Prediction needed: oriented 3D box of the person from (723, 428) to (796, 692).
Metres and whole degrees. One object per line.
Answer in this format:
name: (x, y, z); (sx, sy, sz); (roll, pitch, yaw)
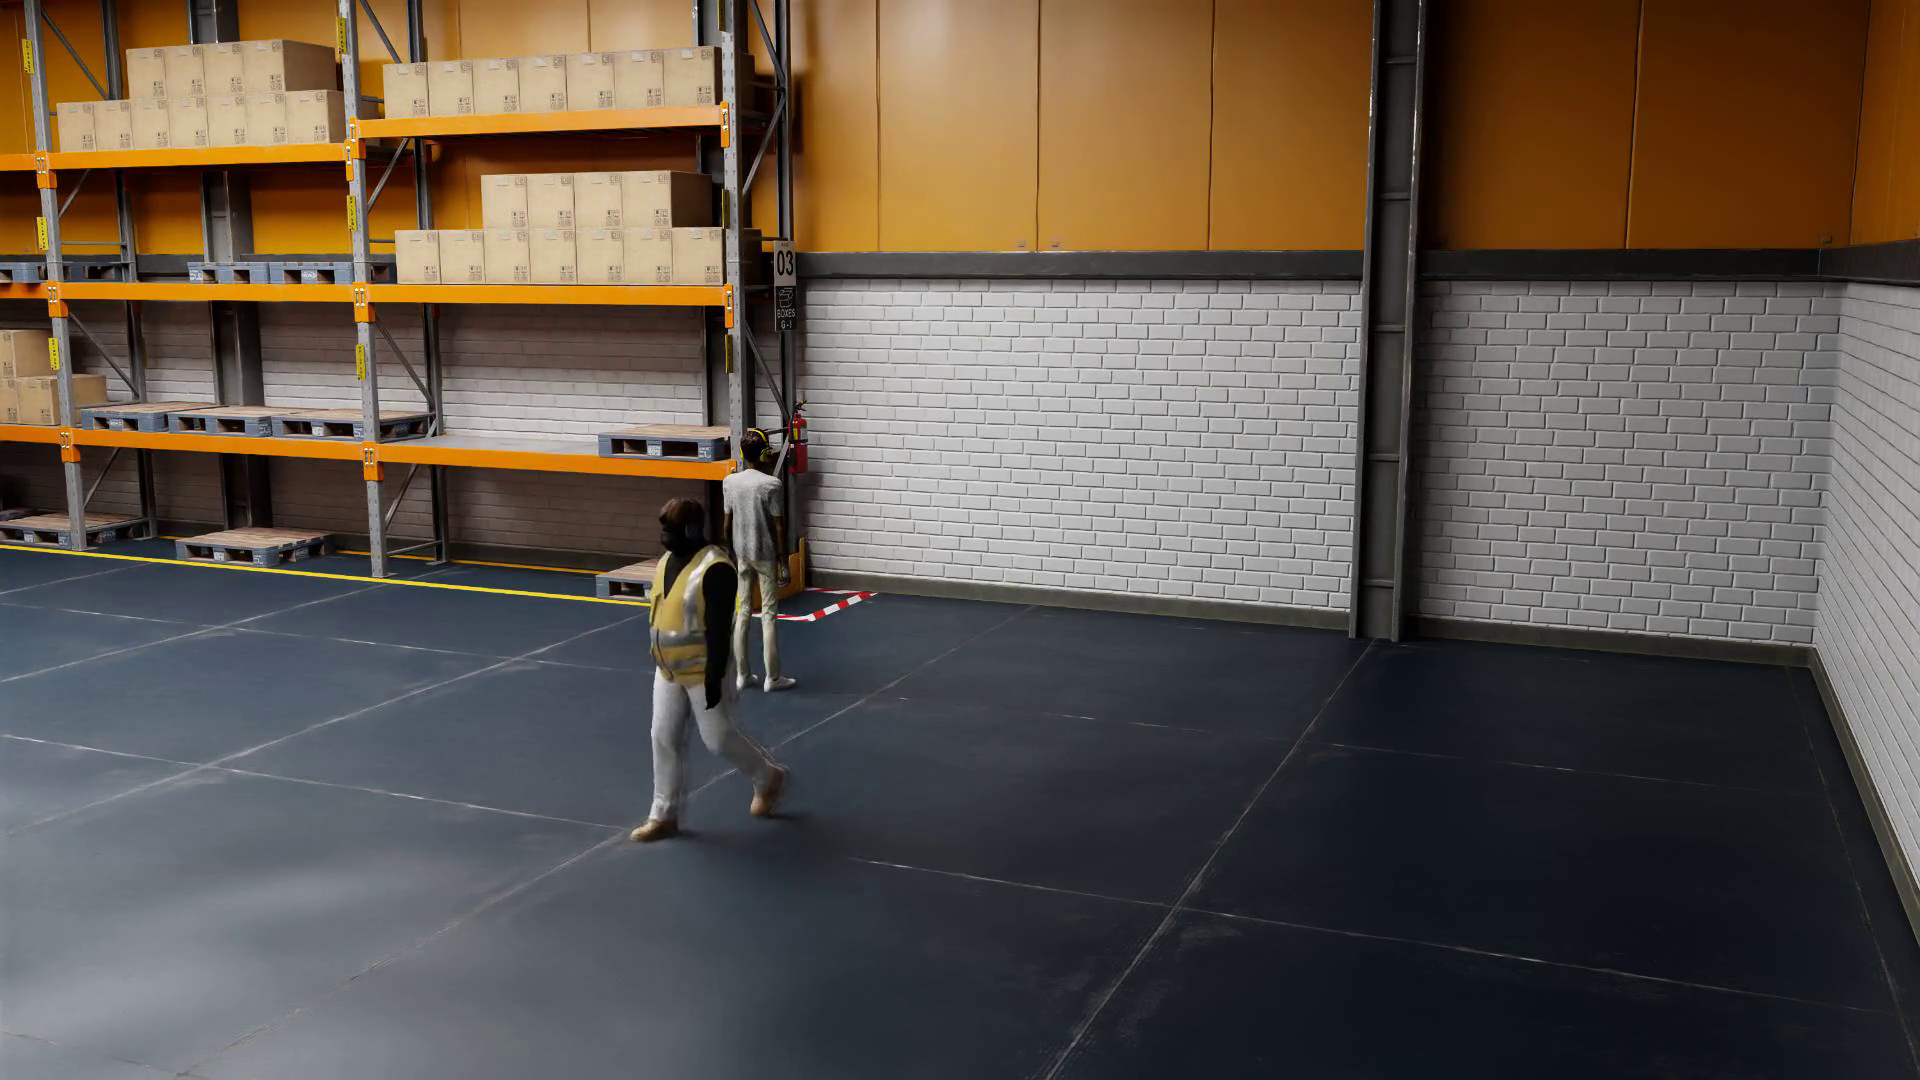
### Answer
person: (-1.427, 0.144, 11.787); (0.513, 1.872, 0.328); (4, 10, 22)

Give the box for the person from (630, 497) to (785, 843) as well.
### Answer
person: (-1.346, 0.662, 8.808); (0.621, 1.818, 0.821); (9, 13, 44)
